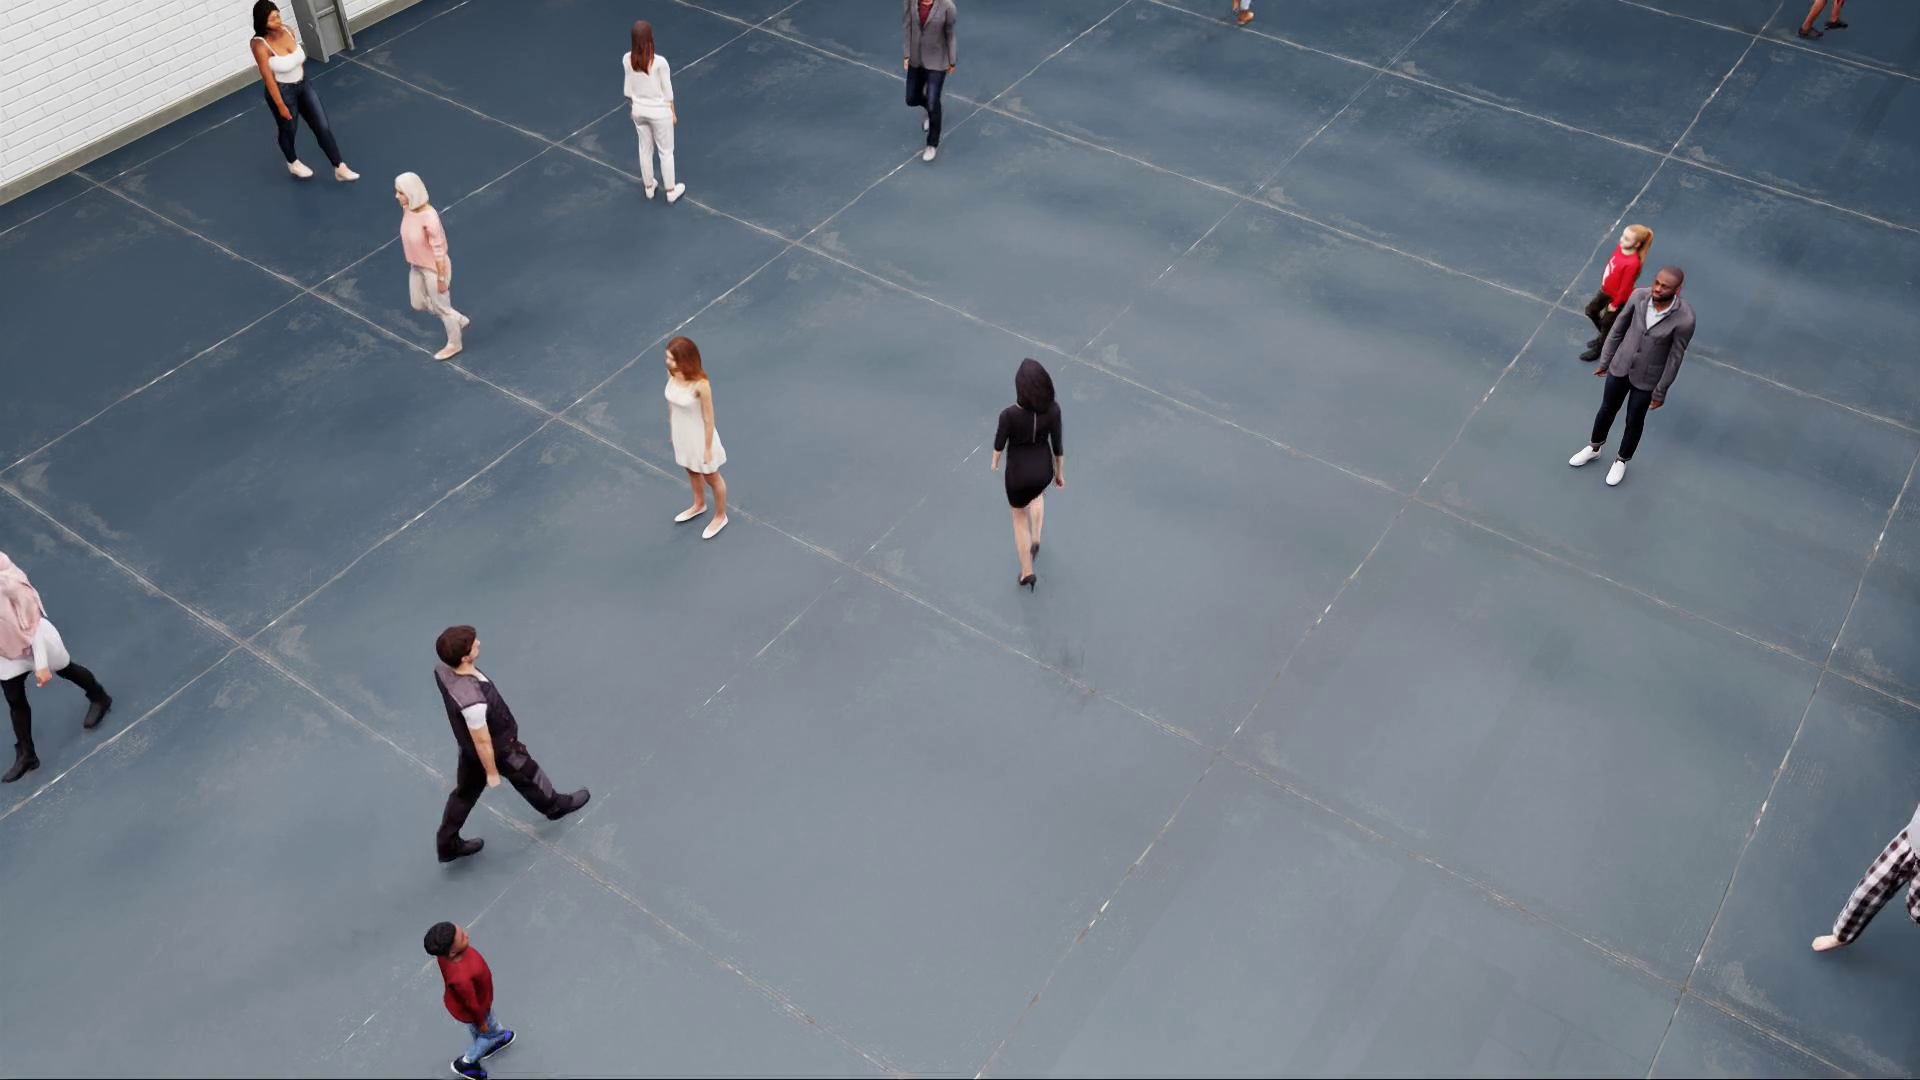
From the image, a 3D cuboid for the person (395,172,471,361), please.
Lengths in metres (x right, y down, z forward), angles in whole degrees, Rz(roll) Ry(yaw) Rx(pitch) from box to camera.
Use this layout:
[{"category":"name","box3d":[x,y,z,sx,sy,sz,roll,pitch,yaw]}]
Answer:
[{"category":"person","box3d":[-4.143,-2.212,13.237,0.661,1.716,0.684,34,53,30]}]

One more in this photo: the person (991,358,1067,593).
[{"category":"person","box3d":[0.487,-0.347,11.235,0.787,1.777,0.838,-14,45,-14]}]

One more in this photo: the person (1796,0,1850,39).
[{"category":"person","box3d":[9.082,-6.026,17.238,0.890,1.720,0.870,2,44,2]}]

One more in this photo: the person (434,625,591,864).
[{"category":"person","box3d":[-2.821,1.216,9.574,1.282,1.805,0.925,-28,50,-26]}]

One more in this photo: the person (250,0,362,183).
[{"category":"person","box3d":[-6.181,-4.076,15.151,0.765,1.773,0.994,22,48,21]}]

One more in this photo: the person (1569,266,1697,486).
[{"category":"person","box3d":[4.940,-1.224,12.126,0.670,1.818,0.762,-33,53,-30]}]

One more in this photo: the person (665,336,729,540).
[{"category":"person","box3d":[-1.865,-0.751,11.711,0.571,1.705,0.549,31,51,28]}]

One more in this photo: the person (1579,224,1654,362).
[{"category":"person","box3d":[5.297,-1.985,13.318,0.668,1.276,0.604,-3,44,-3]}]

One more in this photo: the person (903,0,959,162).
[{"category":"person","box3d":[-0.272,-4.506,15.546,0.791,1.852,0.984,17,46,17]}]

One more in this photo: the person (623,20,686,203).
[{"category":"person","box3d":[-2.776,-3.860,14.991,0.675,1.683,0.647,11,45,12]}]

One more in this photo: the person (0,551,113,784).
[{"category":"person","box3d":[-5.685,0.577,10.272,0.918,1.767,1.176,8,44,9]}]

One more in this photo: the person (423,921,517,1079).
[{"category":"person","box3d":[-2.622,2.429,8.707,0.683,1.245,0.615,-22,48,-21]}]

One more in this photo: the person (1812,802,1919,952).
[{"category":"person","box3d":[5.391,1.697,9.065,1.168,1.811,1.048,-11,45,-12]}]
